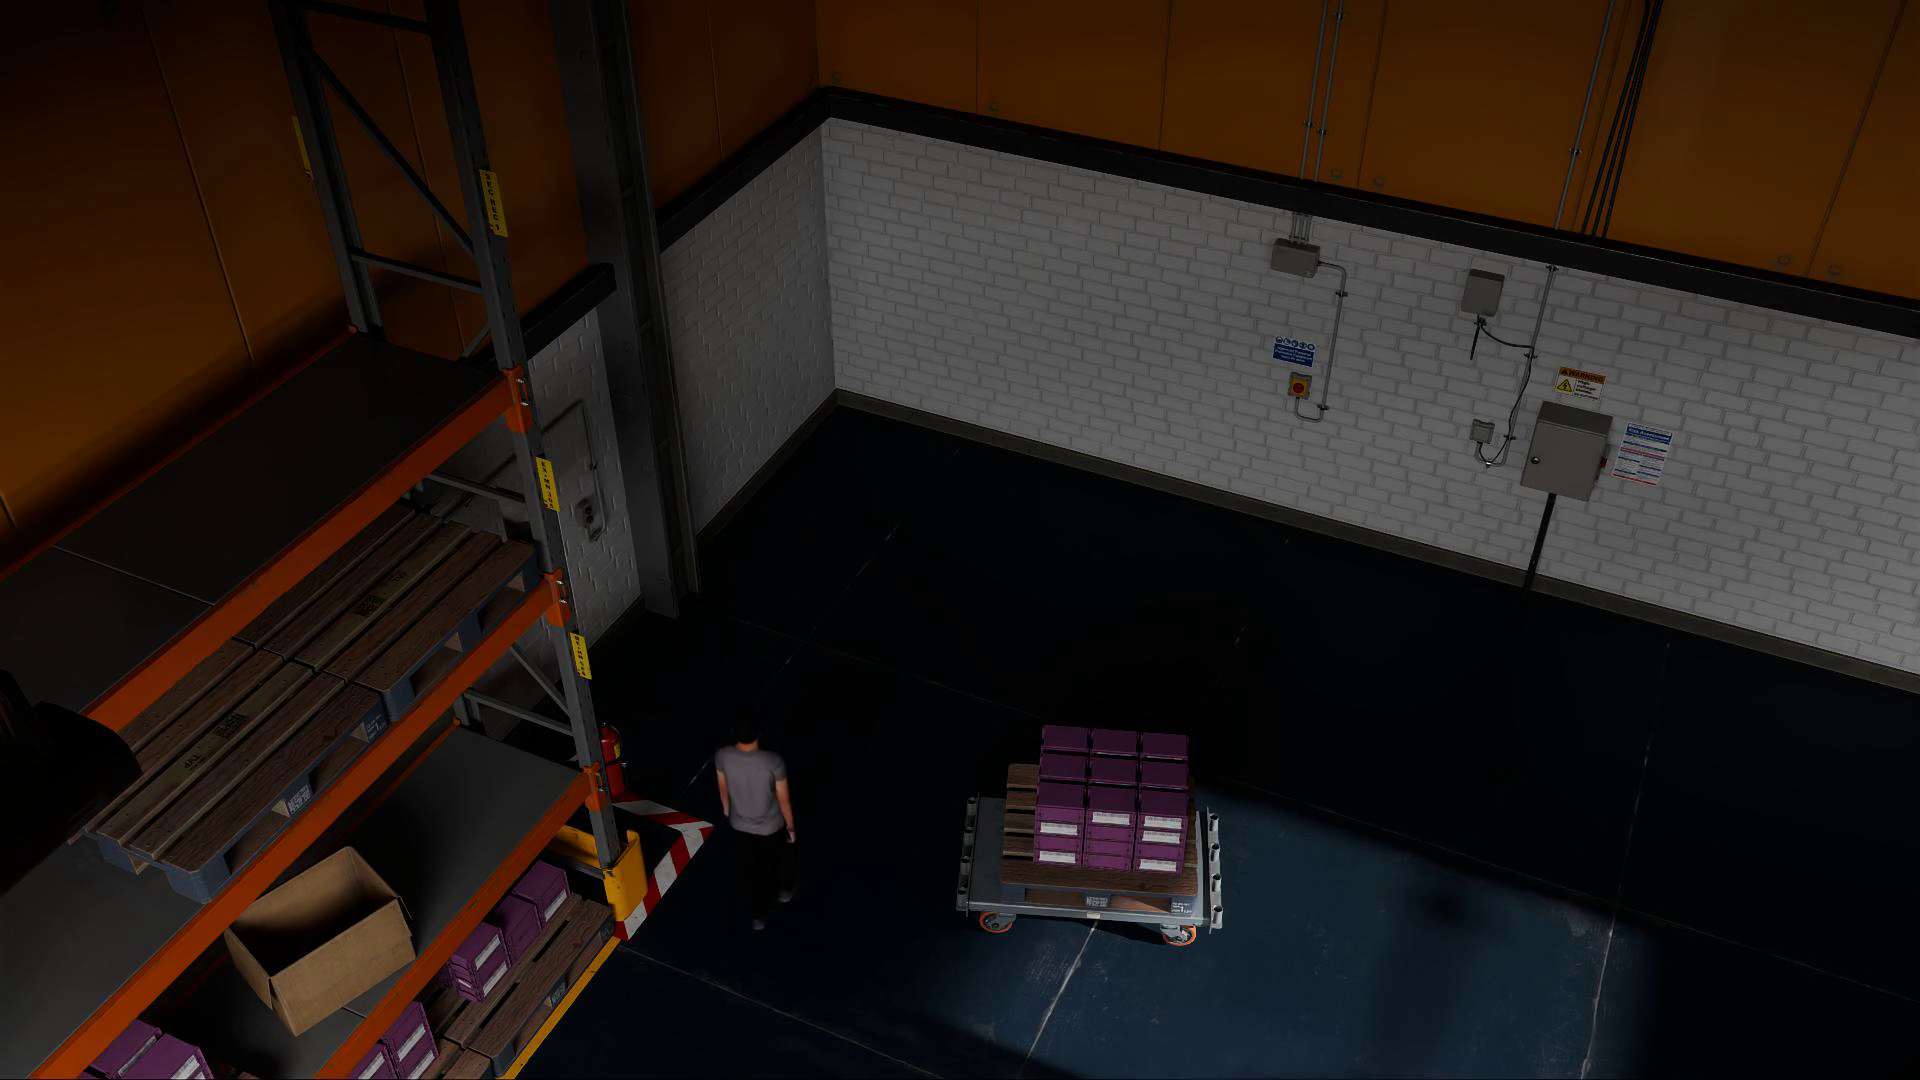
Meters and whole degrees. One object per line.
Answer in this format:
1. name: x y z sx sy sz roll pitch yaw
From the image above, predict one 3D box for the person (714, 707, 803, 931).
1. person: -1.244 1.751 10.105 0.768 1.742 0.826 5 39 6
